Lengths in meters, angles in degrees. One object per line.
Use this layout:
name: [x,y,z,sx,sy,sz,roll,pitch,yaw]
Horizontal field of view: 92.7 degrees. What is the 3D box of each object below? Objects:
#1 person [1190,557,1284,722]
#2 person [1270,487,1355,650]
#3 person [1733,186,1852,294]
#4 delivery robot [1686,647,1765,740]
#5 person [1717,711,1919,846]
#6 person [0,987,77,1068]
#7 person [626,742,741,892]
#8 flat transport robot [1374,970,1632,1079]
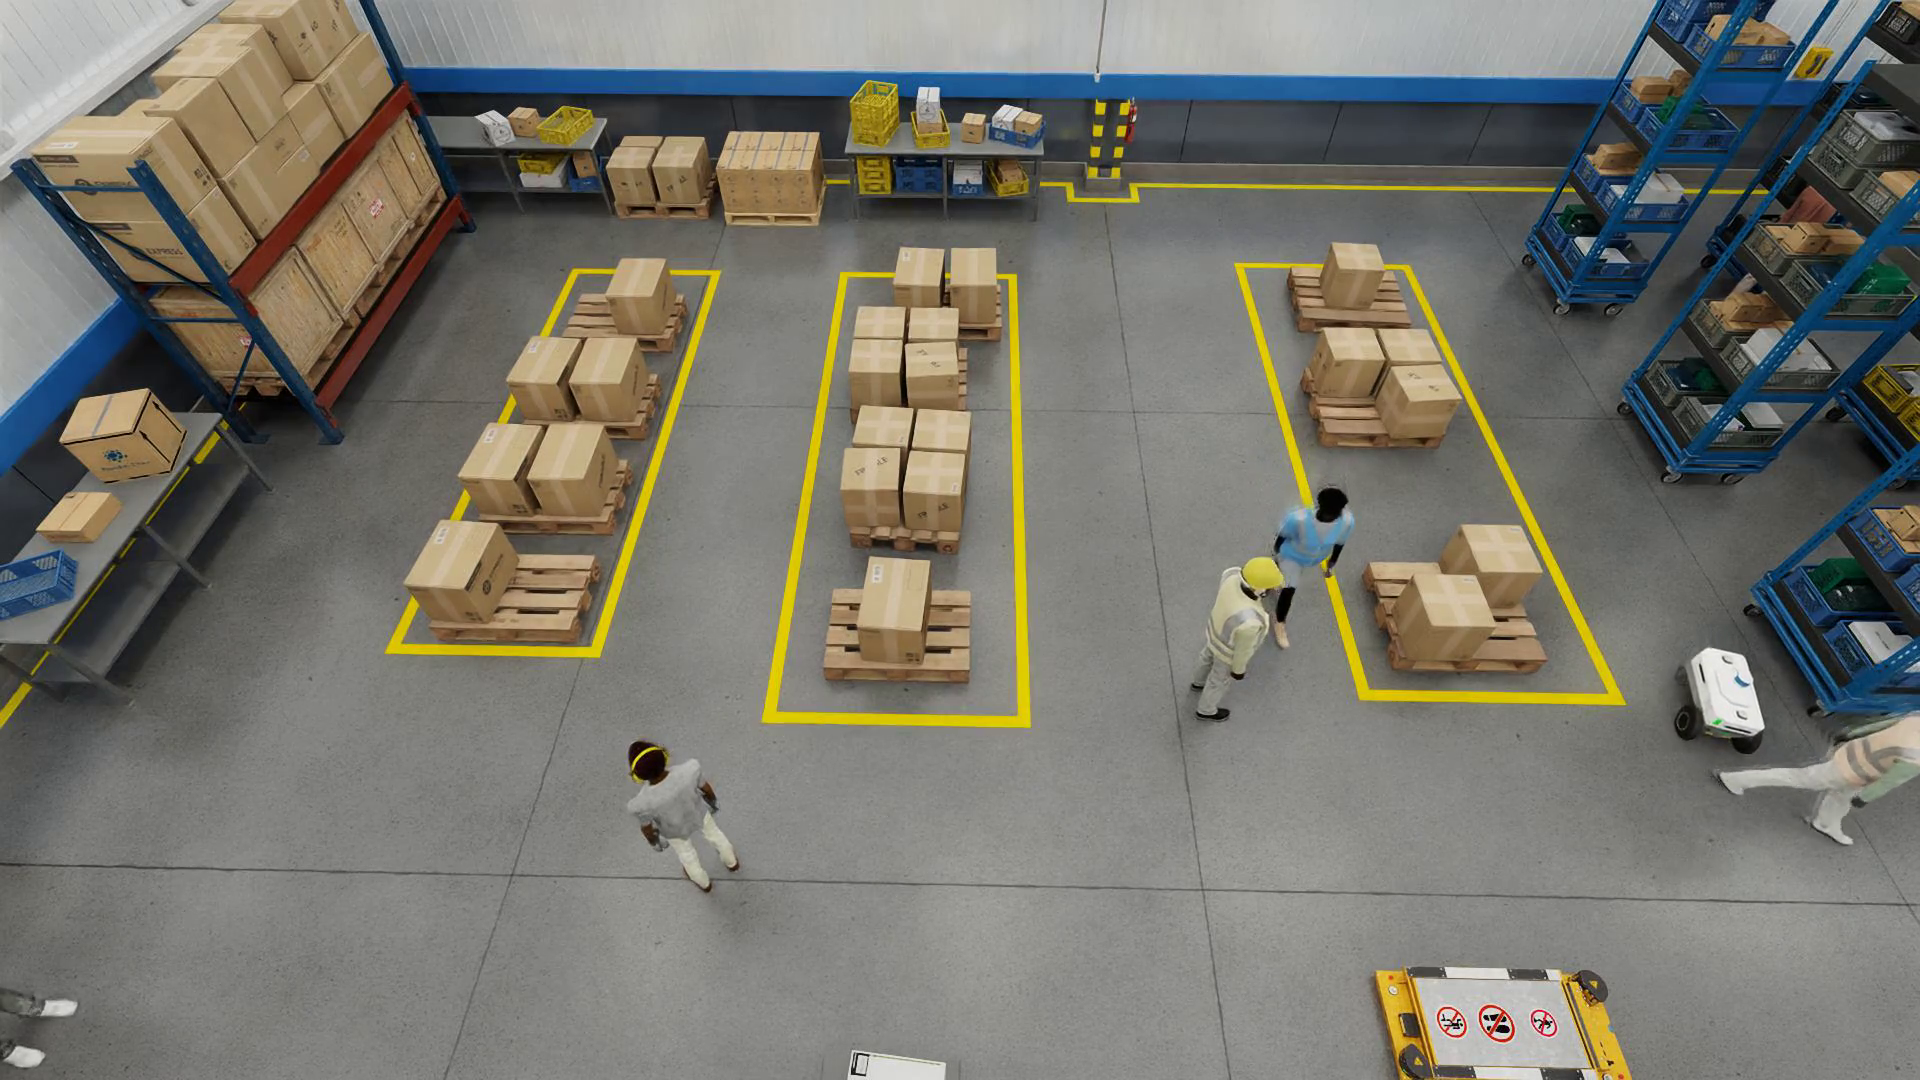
person: [2.040,0.740,6.872,0.403,1.827,0.595,-1,51,-1]
person: [2.814,0.073,7.524,0.520,1.650,0.887,-3,51,-3]
person: [9.083,-3.162,9.953,0.406,1.981,0.624,-18,53,-14]
delivery robot: [6.055,1.210,7.242,0.477,0.478,0.707,13,52,11]
person: [6.183,1.551,6.364,0.907,1.589,0.539,34,58,25]
person: [-6.071,2.656,5.257,0.387,1.907,0.600,2,51,2]
person: [-1.809,1.815,5.973,0.509,1.865,0.332,-34,58,-25]
flat transport robot: [3.501,3.133,5.914,1.431,0.197,0.652,1,51,1]
